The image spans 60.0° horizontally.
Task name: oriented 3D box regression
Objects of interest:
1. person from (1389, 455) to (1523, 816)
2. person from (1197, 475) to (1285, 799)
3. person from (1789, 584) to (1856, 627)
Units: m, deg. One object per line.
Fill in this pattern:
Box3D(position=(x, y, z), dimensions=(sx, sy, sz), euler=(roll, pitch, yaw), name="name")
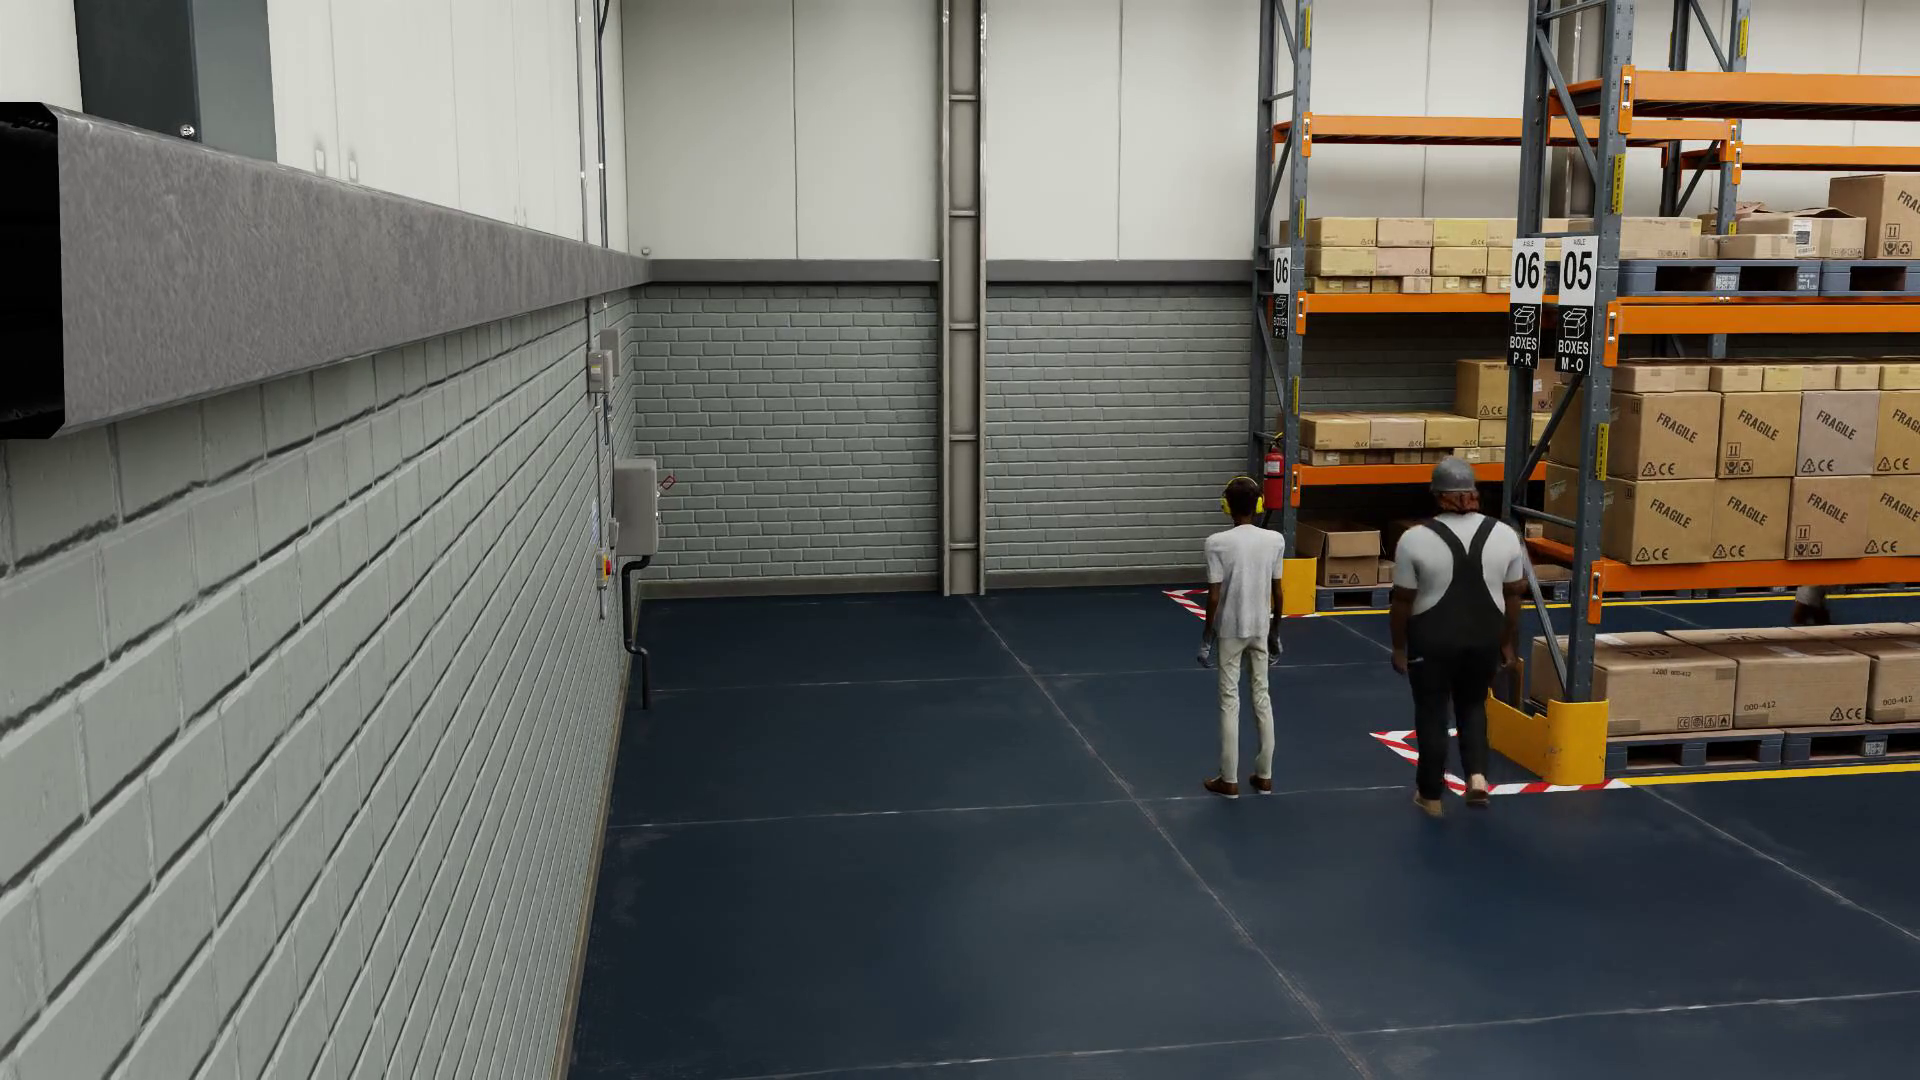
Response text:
Box3D(position=(2.712, 0.528, 9.240), dimensions=(0.705, 2.000, 0.535), euler=(0, 9, -1), name="person")
Box3D(position=(1.616, 0.559, 9.595), dimensions=(0.514, 1.865, 0.327), euler=(-3, 10, -15), name="person")
Box3D(position=(6.063, 0.126, 11.898), dimensions=(1.024, 1.985, 0.624), euler=(-1, 9, -8), name="person")
